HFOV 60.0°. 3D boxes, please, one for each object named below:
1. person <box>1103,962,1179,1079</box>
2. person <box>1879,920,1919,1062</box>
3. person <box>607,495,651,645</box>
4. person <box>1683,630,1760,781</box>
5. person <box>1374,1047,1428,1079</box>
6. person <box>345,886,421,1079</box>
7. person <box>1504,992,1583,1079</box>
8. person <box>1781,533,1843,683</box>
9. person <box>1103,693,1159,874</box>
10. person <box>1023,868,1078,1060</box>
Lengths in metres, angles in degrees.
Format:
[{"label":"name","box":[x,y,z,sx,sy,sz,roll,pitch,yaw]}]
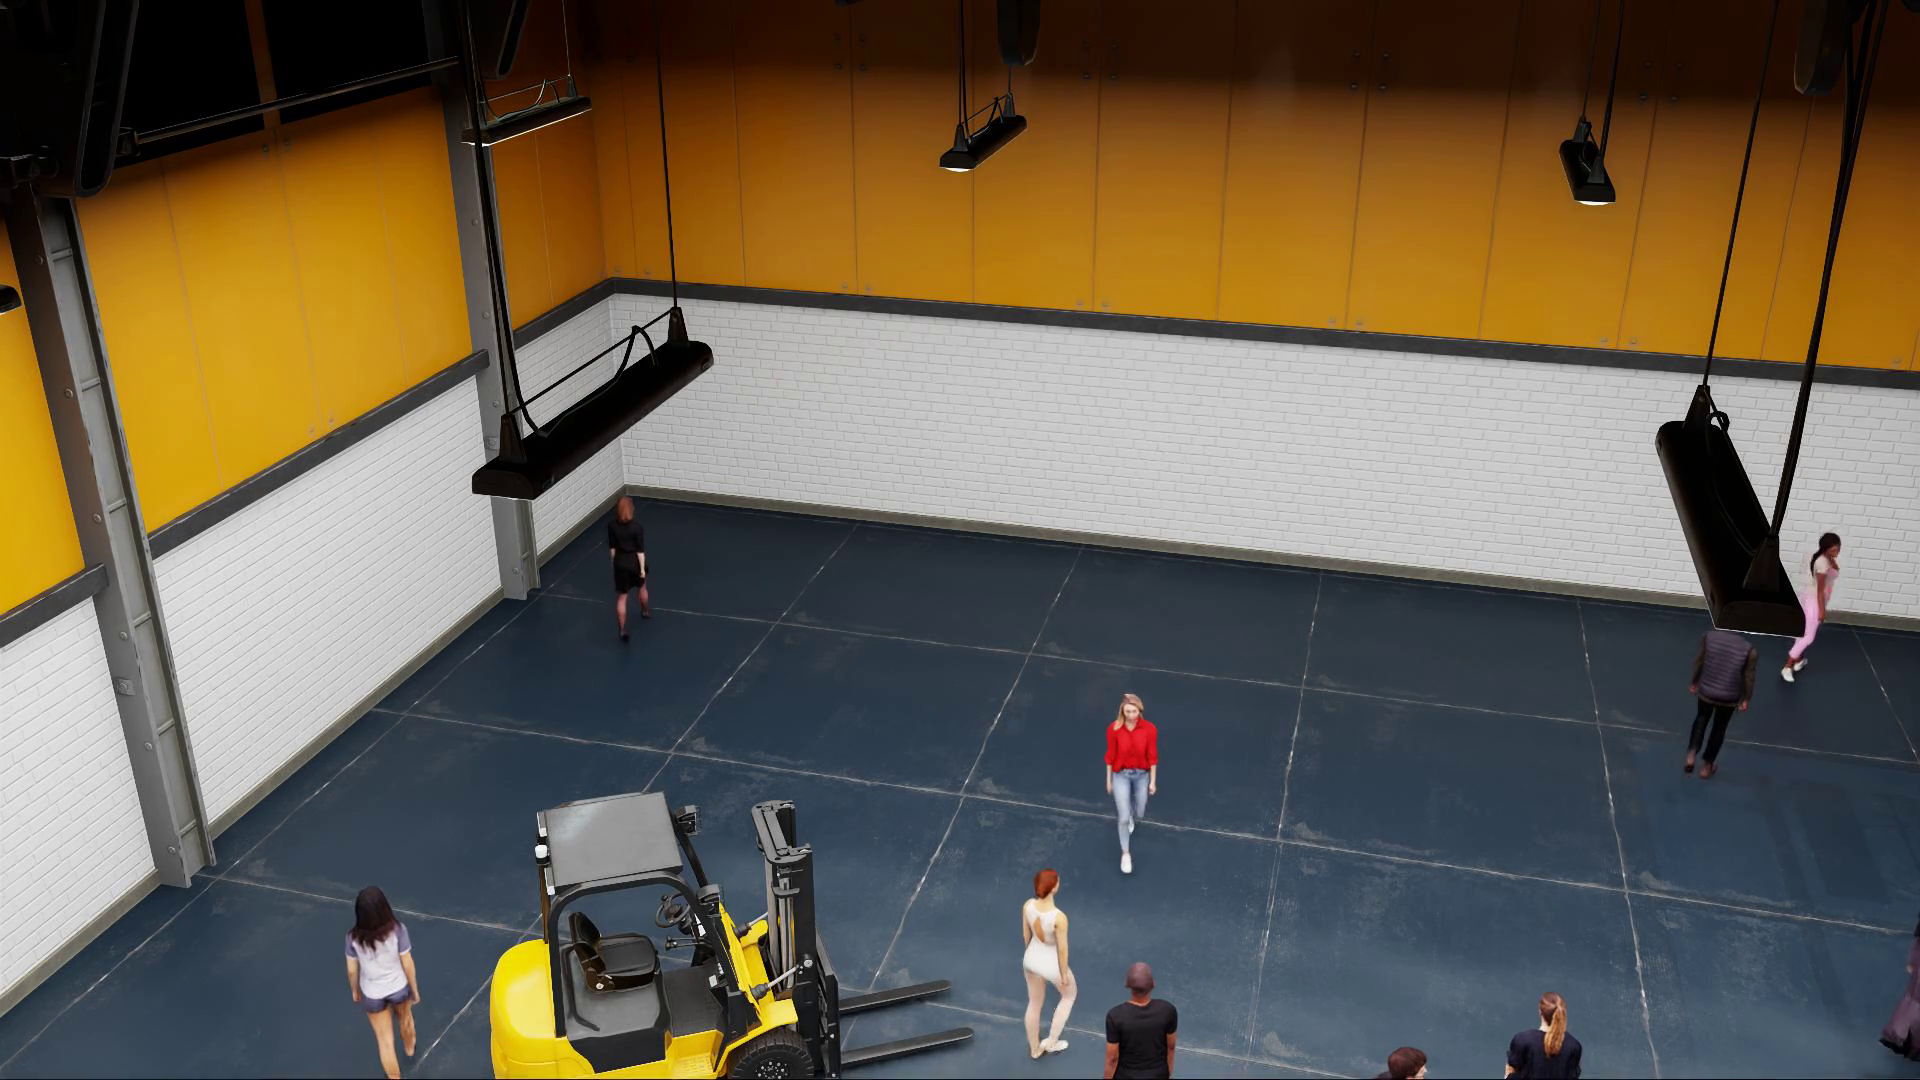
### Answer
[{"label":"person","box":[1.188,3.576,11.006,0.755,1.803,0.758,-4,24,-10]},{"label":"person","box":[7.144,3.174,12.173,0.930,1.606,0.847,-17,29,-34]},{"label":"person","box":[-3.729,0.359,18.546,0.661,1.658,1.062,4,24,9]},{"label":"person","box":[7.162,1.480,15.772,0.883,1.827,0.949,20,30,37]},{"label":"person","box":[2.630,3.882,10.262,0.832,1.838,0.632,-1,24,-3]},{"label":"person","box":[-4.077,3.268,11.828,0.925,1.709,1.040,-9,25,-20]},{"label":"person","box":[3.785,3.731,10.835,0.679,1.655,0.977,4,24,8]},{"label":"person","box":[9.133,0.653,17.795,0.895,1.721,0.597,5,24,11]},{"label":"person","box":[1.496,2.064,14.610,0.771,1.686,0.969,0,24,0]},{"label":"person","box":[0.587,3.154,12.180,0.651,1.636,0.662,16,28,33]}]
